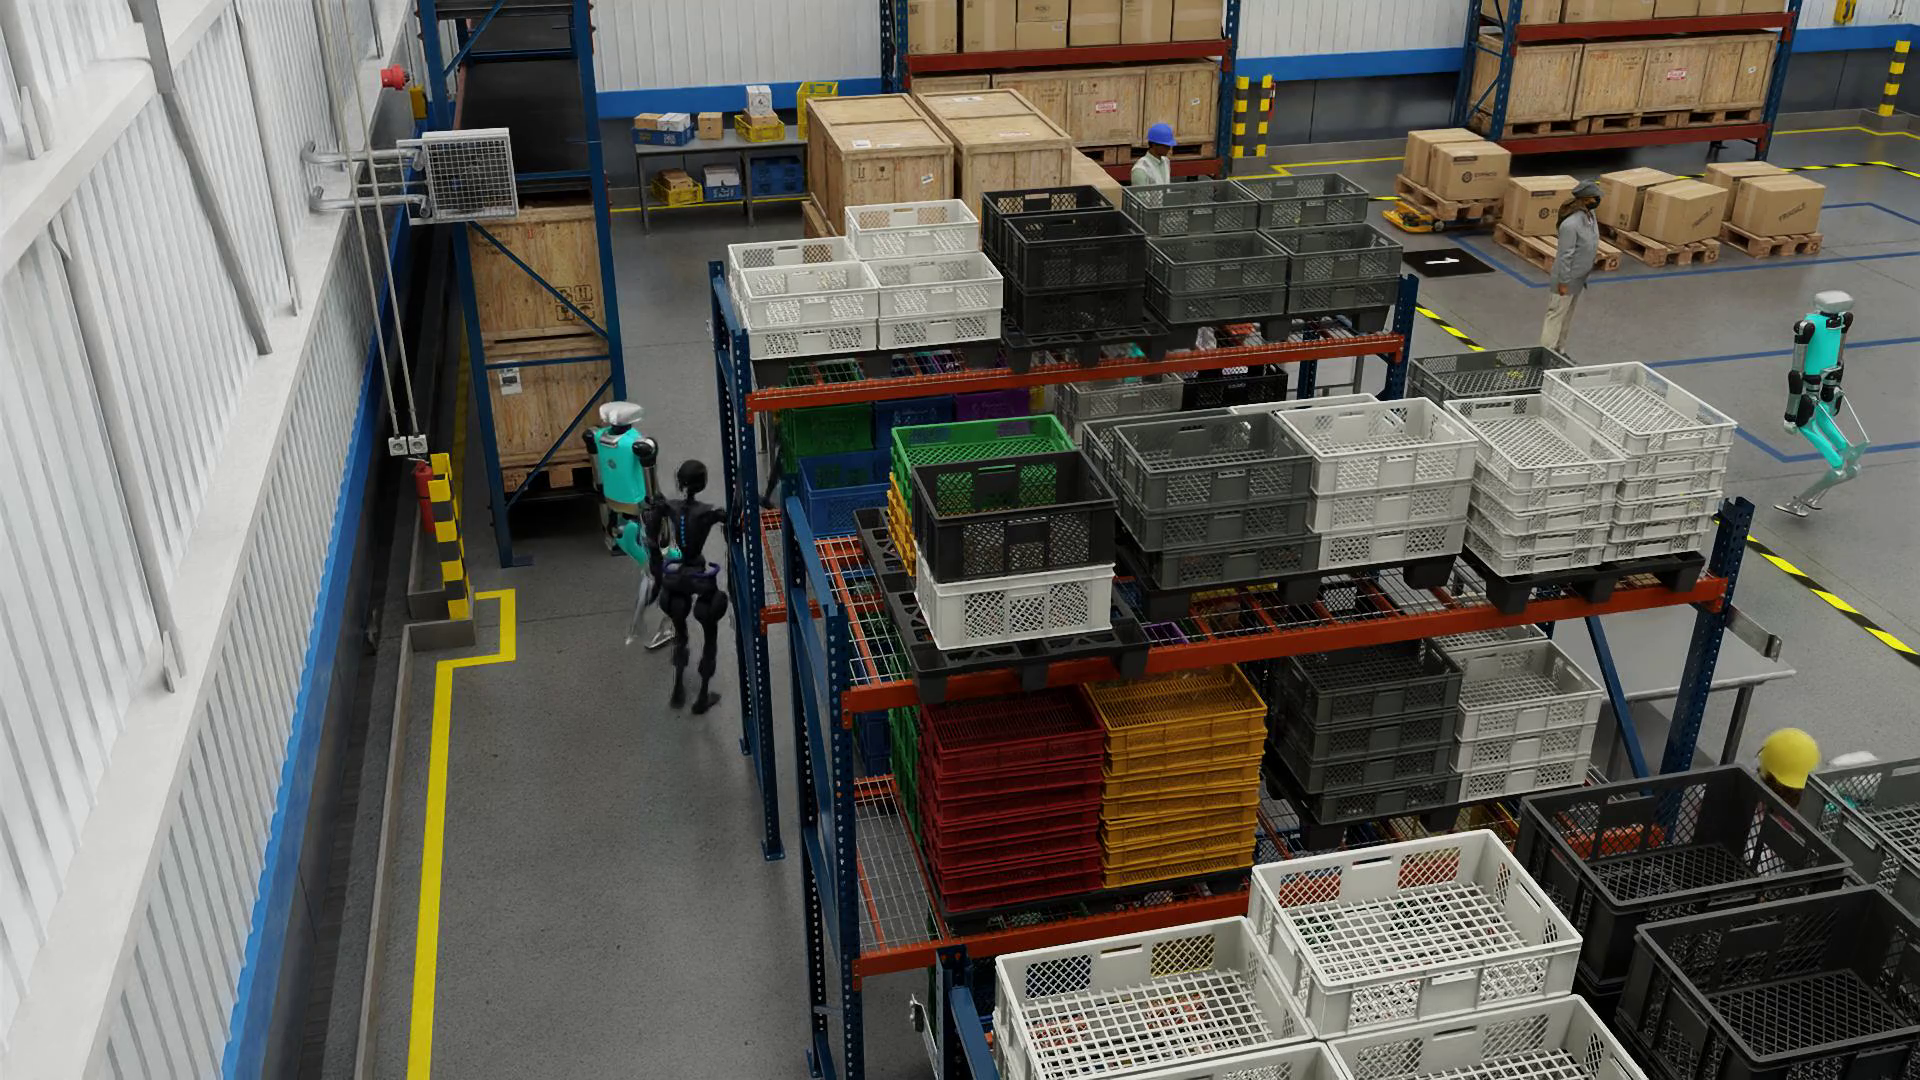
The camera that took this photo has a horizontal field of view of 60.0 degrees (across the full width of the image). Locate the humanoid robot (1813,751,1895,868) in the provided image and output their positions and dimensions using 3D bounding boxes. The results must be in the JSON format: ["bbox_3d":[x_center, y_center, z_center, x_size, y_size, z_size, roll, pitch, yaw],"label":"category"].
[{"bbox_3d":[3.879,1.821,7.052,0.567,1.793,0.853,-14,31,-24],"label":"humanoid robot"}]

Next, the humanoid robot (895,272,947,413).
[{"bbox_3d":[-0.516,-1.140,12.661,0.967,1.773,0.554,-7,29,-13],"label":"humanoid robot"}]

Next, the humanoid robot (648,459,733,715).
[{"bbox_3d":[-1.610,0.288,9.997,0.595,1.642,0.327,6,28,12],"label":"humanoid robot"}]

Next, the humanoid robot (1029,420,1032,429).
[{"bbox_3d":[0.368,-0.101,10.775,0.739,1.626,0.608,1,28,1],"label":"humanoid robot"}]

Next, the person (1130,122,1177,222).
[{"bbox_3d":[1.847,-3.065,16.076,0.411,1.939,0.602,18,33,30],"label":"person"}]

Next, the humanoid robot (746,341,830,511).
[{"bbox_3d":[-1.240,-0.973,12.423,0.768,1.623,0.601,7,29,13],"label":"humanoid robot"}]

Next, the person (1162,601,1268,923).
[{"bbox_3d":[1.275,1.123,8.229,0.635,1.841,0.429,-13,30,-23],"label":"person"}]

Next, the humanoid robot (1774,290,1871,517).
[{"bbox_3d":[6.365,-0.938,12.106,0.533,1.677,0.735,-14,31,-25],"label":"humanoid robot"}]

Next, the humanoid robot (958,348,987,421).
[{"bbox_3d":[0.125,-0.693,11.884,0.719,1.638,0.585,9,29,16],"label":"humanoid robot"}]

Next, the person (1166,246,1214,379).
[{"bbox_3d":[1.644,-1.474,13.127,0.611,1.862,0.679,-8,29,-14],"label":"person"}]

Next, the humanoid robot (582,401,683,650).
[{"bbox_3d":[-1.981,-0.120,10.675,0.542,1.776,0.664,14,31,25],"label":"humanoid robot"}]

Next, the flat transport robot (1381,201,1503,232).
[{"bbox_3d":[5.675,-3.783,19.193,1.431,0.197,0.652,-6,28,-12],"label":"flat transport robot"}]

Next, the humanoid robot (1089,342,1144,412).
[{"bbox_3d":[1.161,-1.236,12.798,0.853,1.736,0.560,21,34,34],"label":"humanoid robot"}]

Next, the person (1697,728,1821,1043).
[{"bbox_3d":[3.485,1.600,7.339,0.599,1.829,0.404,0,28,1],"label":"person"}]

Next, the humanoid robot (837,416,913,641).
[{"bbox_3d":[-0.612,-0.059,10.620,0.536,1.829,0.658,12,30,21],"label":"humanoid robot"}]

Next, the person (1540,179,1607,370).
[{"bbox_3d":[5.468,-2.369,14.929,0.397,1.769,0.571,20,34,33],"label":"person"}]

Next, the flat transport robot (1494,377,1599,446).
[{"bbox_3d":[4.780,-1.036,14.013,0.659,0.231,1.431,-6,28,-12],"label":"flat transport robot"}]

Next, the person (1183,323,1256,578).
[{"bbox_3d":[1.772,-0.659,11.415,0.403,2.031,0.609,-22,35,-36],"label":"person"}]
